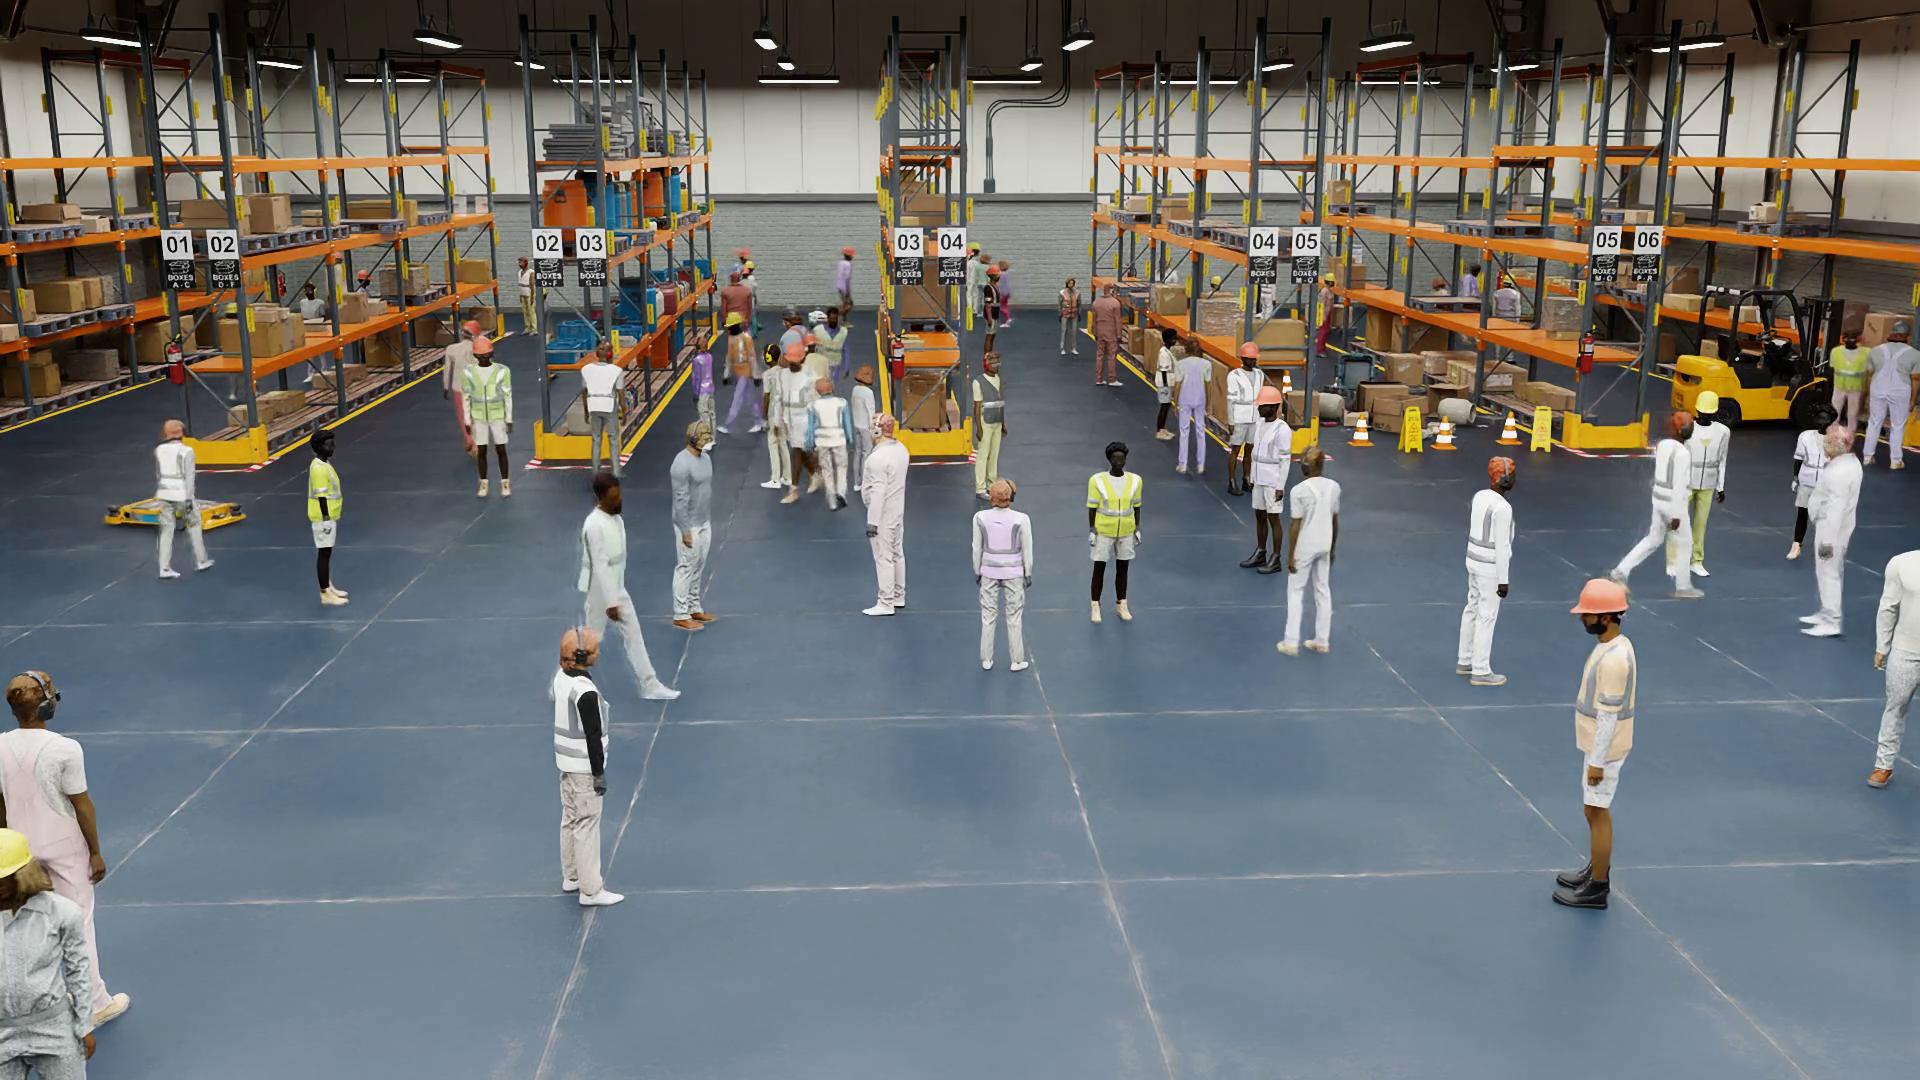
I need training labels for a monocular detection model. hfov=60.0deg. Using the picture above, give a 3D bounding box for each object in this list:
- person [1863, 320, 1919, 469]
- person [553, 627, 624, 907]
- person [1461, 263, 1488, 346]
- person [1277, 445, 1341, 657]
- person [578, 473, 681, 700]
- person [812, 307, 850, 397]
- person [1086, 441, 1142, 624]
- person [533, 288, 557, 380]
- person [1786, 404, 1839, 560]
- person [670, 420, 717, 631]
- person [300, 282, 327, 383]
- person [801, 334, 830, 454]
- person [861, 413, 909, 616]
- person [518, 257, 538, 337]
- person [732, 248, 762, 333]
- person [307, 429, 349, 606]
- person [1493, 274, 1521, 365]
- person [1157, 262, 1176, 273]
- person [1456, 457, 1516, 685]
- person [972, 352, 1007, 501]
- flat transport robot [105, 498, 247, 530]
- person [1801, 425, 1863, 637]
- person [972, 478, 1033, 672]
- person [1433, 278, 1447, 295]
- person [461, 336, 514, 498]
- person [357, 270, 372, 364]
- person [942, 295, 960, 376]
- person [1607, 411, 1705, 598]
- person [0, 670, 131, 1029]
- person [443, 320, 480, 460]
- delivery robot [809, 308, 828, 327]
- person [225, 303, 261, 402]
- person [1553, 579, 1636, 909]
[{"bbox_3d":[12.769,-2.007,22.771,0.535,2.000,0.683,-12,18,-42],"label":"person"},{"bbox_3d":[-2.177,1.303,9.609,0.309,1.639,0.523,-9,16,-32],"label":"person"},{"bbox_3d":[11.398,-5.179,36.684,0.646,1.812,0.771,-8,15,-30],"label":"person"},{"bbox_3d":[3.028,0.094,14.312,0.504,1.837,0.342,-6,14,-22],"label":"person"},{"bbox_3d":[-2.764,0.384,13.039,0.979,1.868,0.620,2,13,7],"label":"person"},{"bbox_3d":[-2.000,-2.685,25.978,0.613,1.879,0.864,-6,14,-22],"label":"person"},{"bbox_3d":[1.419,-0.074,15.313,0.530,1.697,0.321,-3,14,-12],"label":"person"},{"bbox_3d":[-7.840,-3.889,31.359,0.349,1.759,0.522,0,13,0],"label":"person"},{"bbox_3d":[9.040,-0.592,17.510,0.541,1.695,0.316,10,17,36],"label":"person"},{"bbox_3d":[-2.408,-0.134,15.104,0.389,1.925,0.625,4,14,16],"label":"person"},{"bbox_3d":[-12.068,-3.870,31.019,0.508,1.876,0.328,1,13,5],"label":"person"},{"bbox_3d":[-2.094,-2.072,23.712,0.452,1.729,0.553,12,18,41],"label":"person"},{"bbox_3d":[-0.723,-0.243,15.584,0.405,1.906,0.652,5,14,20],"label":"person"},{"bbox_3d":[-10.061,-5.659,38.688,0.559,1.837,0.391,11,17,40],"label":"person"},{"bbox_3d":[-5.085,-5.898,39.381,0.619,1.976,1.094,-9,16,-35],"label":"person"},{"bbox_3d":[-6.079,-0.224,15.944,0.322,1.699,0.536,-4,14,-18],"label":"person"},{"bbox_3d":[11.031,-4.443,33.535,0.587,1.833,0.404,12,18,42],"label":"person"},{"bbox_3d":[4.776,-5.734,39.001,0.520,1.842,0.725,3,14,11],"label":"person"},{"bbox_3d":[4.320,0.247,13.589,0.355,1.876,0.574,-2,13,-6],"label":"person"},{"bbox_3d":[0.365,-1.430,20.743,0.390,1.846,0.565,10,16,36],"label":"person"},{"bbox_3d":[-9.150,-0.315,19.395,1.431,0.197,0.652,4,14,16],"label":"flat transport robot"},{"bbox_3d":[7.828,-0.092,14.967,0.399,1.909,0.664,10,16,36],"label":"person"},{"bbox_3d":[0.354,0.300,13.858,0.514,1.641,0.309,3,14,14],"label":"person"},{"bbox_3d":[10.199,-4.742,35.320,0.361,1.600,0.577,-2,13,-6],"label":"person"},{"bbox_3d":[-5.882,-1.528,20.748,0.618,2.041,0.396,-2,13,-8],"label":"person"},{"bbox_3d":[-11.853,-4.415,33.189,0.378,1.936,0.548,-2,13,-9],"label":"person"},{"bbox_3d":[-0.173,-4.096,31.964,0.347,1.883,0.599,3,14,14],"label":"person"},{"bbox_3d":[6.820,-0.340,16.125,0.881,1.855,0.584,-1,13,-3],"label":"person"},{"bbox_3d":[-4.472,1.533,8.194,0.505,1.847,0.346,1,13,4],"label":"person"},{"bbox_3d":[-6.946,-2.122,23.493,0.631,1.946,0.942,-6,14,-23],"label":"person"},{"bbox_3d":[-3.379,-5.288,39.643,0.477,0.478,0.707,-4,14,-16],"label":"delivery robot"},{"bbox_3d":[-12.535,-3.289,28.940,0.488,1.696,0.837,2,13,7],"label":"person"},{"bbox_3d":[3.658,1.167,9.577,0.393,1.927,0.550,5,14,19],"label":"person"}]
